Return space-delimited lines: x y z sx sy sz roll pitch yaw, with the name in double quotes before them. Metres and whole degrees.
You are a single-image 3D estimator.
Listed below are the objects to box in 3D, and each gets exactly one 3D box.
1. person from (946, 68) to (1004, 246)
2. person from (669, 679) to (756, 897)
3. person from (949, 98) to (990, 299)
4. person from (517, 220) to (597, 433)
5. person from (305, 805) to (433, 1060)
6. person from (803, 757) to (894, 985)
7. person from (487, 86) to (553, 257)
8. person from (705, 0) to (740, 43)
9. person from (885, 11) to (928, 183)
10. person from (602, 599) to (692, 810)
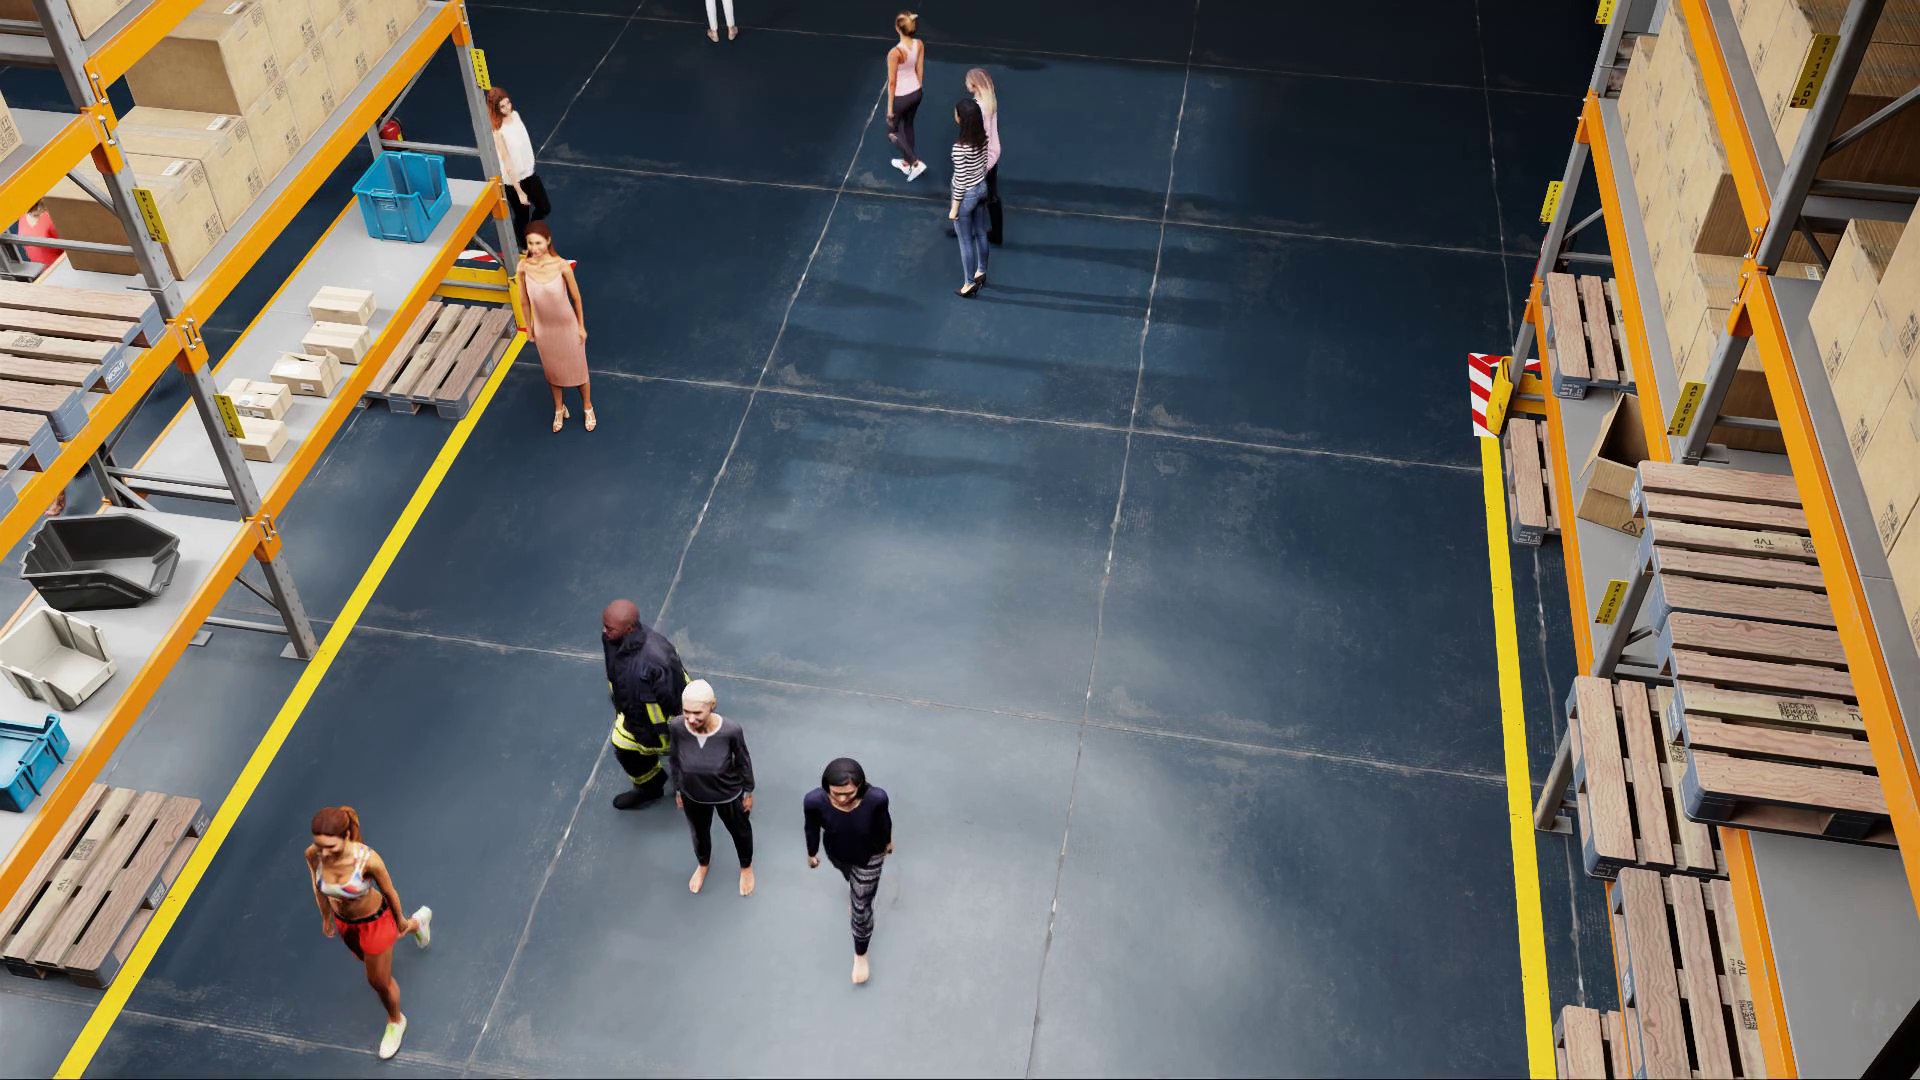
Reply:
"person" 0.264 -3.232 14.213 0.787 1.666 0.744 18 47 18
"person" -1.385 1.378 9.331 0.627 1.726 0.541 3 44 3
"person" 0.078 -2.796 13.662 0.730 1.795 0.598 27 50 25
"person" -2.989 -1.578 12.356 0.637 1.831 0.574 -1 44 -1
"person" -3.089 1.925 8.727 0.610 1.767 1.025 9 44 9
"person" -0.578 1.610 9.118 0.700 1.682 1.066 2 44 2
"person" -3.797 -3.056 13.999 0.699 1.705 0.592 14 45 15
"person" -2.512 -5.934 17.029 0.638 1.694 0.659 -9 44 -9
"person" -0.450 -3.974 15.017 0.841 1.631 0.874 -32 52 -29
"person" -1.756 0.937 9.737 0.897 1.803 0.943 22 48 21
